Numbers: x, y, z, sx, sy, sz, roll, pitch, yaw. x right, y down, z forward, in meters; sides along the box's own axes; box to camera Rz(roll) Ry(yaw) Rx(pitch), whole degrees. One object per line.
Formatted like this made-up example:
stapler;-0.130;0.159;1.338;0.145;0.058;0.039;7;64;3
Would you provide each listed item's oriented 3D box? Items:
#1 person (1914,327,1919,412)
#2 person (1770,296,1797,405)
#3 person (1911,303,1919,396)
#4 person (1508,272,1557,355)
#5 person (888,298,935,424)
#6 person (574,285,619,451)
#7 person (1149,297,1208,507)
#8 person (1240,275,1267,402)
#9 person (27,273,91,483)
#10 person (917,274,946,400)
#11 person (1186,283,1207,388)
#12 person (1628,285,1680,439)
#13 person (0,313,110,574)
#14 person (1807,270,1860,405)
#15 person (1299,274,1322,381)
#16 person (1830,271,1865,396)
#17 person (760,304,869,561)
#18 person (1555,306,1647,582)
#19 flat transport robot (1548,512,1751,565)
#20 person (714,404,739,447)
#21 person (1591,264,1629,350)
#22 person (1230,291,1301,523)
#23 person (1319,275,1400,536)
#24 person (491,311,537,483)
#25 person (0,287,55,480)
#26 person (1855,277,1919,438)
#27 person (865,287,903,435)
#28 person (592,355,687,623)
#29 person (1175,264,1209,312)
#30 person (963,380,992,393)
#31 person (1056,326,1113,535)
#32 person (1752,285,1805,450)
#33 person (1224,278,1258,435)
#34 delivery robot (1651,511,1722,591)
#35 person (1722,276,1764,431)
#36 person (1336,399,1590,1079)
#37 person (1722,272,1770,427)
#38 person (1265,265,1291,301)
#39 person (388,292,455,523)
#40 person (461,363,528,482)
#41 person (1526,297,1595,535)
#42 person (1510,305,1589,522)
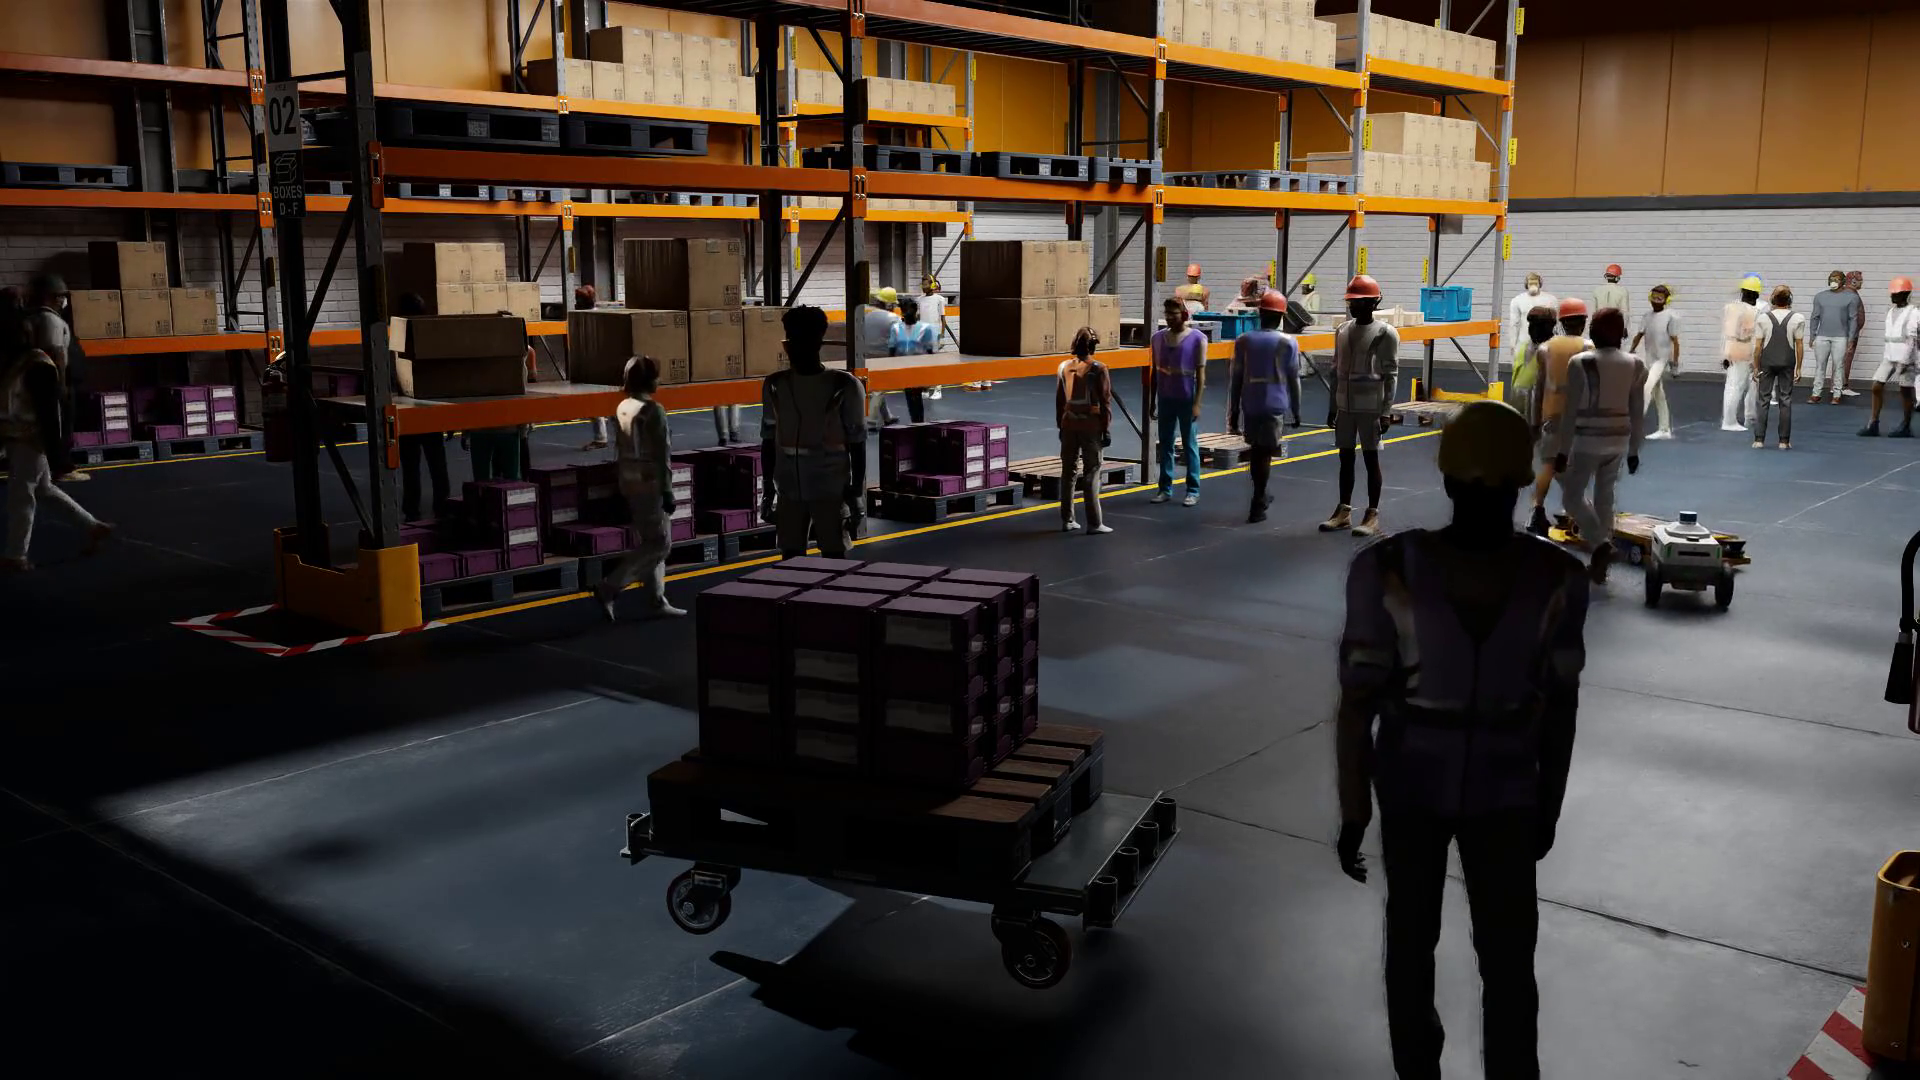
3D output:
person;13.215;-2.576;22.595;0.540;1.753;0.391;3;10;16
person;11.757;-2.727;23.842;0.521;1.604;0.688;-1;10;-6
person;14.731;-3.075;25.401;0.522;1.768;0.311;-1;10;-8
person;7.971;-2.763;23.165;0.668;1.924;0.637;2;10;12
person;-0.604;-2.009;19.603;0.540;1.666;0.699;4;11;19
person;-3.976;-1.910;18.554;0.556;1.848;0.656;-1;10;-5
person;1.921;-1.217;14.632;0.562;1.836;0.386;8;13;37
person;4.307;-2.884;24.061;0.647;1.856;0.994;-3;11;-18
person;-8.737;-1.562;16.000;0.636;2.000;0.685;-8;13;-38
person;-0.454;-3.030;24.862;0.533;1.864;0.310;7;12;33
person;3.619;-3.236;26.516;0.879;1.700;0.499;-6;12;-32
person;8.019;-2.064;19.467;0.939;1.818;0.628;-3;10;-15
person;-6.507;-0.698;11.752;0.635;1.816;0.865;9;13;41
person;12.600;-2.921;24.028;0.636;1.939;0.363;9;13;42
person;5.903;-3.606;28.258;0.423;1.822;0.617;-1;10;-7
person;13.671;-3.175;25.567;0.407;1.908;0.642;2;10;10
person;-0.792;-0.271;8.863;0.614;1.962;0.362;3;11;19
person;4.307;-0.618;11.107;0.600;1.869;0.506;-2;10;-13
flat transport robot;5.035;-0.014;12.221;0.652;0.197;1.431;-3;10;-15
person;-2.725;-1.980;19.020;0.628;1.810;0.575;-3;10;-16
person;10.439;-3.420;26.707;0.608;1.996;0.381;9;14;43
person;2.597;-1.125;13.934;0.559;1.888;0.955;6;11;29
person;3.138;-1.051;13.085;0.377;2.045;0.605;-8;13;-39
person;-4.093;-1.223;15.048;0.537;1.696;0.318;-2;10;-12
person;-9.028;-1.480;15.978;0.688;1.886;0.469;-6;11;-29
person;11.041;-2.149;19.702;0.792;1.905;0.551;-3;10;-16
person;-0.906;-2.180;20.279;0.586;1.770;0.925;7;12;36
person;-1.930;-0.288;9.927;0.579;1.619;0.532;-7;12;-35
person;3.823;-3.545;27.431;0.612;1.991;0.391;-2;10;-13
person;0.294;-3.276;26.077;0.361;1.932;0.630;7;12;34
person;0.976;-0.863;13.156;0.514;1.642;0.314;9;13;42
person;9.153;-1.926;18.630;0.508;1.847;0.345;5;11;26
person;3.463;-2.193;20.016;0.402;1.899;0.636;-8;13;-38
delivery robot;4.686;0.058;10.737;0.477;0.478;0.707;3;10;15
person;9.647;-2.272;20.418;0.475;1.906;0.591;1;10;3
person;1.194;0.631;3.928;0.600;1.900;0.787;1;10;7
person;9.921;-2.394;20.995;0.380;1.951;0.605;-7;12;-35
person;4.937;-3.376;26.371;0.626;2.024;0.638;-2;10;-12
person;-4.197;-0.961;12.937;0.597;1.914;0.371;2;10;11
person;-3.495;-0.803;12.481;0.522;1.761;0.321;-1;10;-6
person;4.797;-0.976;13.169;0.602;1.880;0.979;7;12;36
person;4.760;-1.019;13.610;0.924;1.806;0.642;-4;11;-23
